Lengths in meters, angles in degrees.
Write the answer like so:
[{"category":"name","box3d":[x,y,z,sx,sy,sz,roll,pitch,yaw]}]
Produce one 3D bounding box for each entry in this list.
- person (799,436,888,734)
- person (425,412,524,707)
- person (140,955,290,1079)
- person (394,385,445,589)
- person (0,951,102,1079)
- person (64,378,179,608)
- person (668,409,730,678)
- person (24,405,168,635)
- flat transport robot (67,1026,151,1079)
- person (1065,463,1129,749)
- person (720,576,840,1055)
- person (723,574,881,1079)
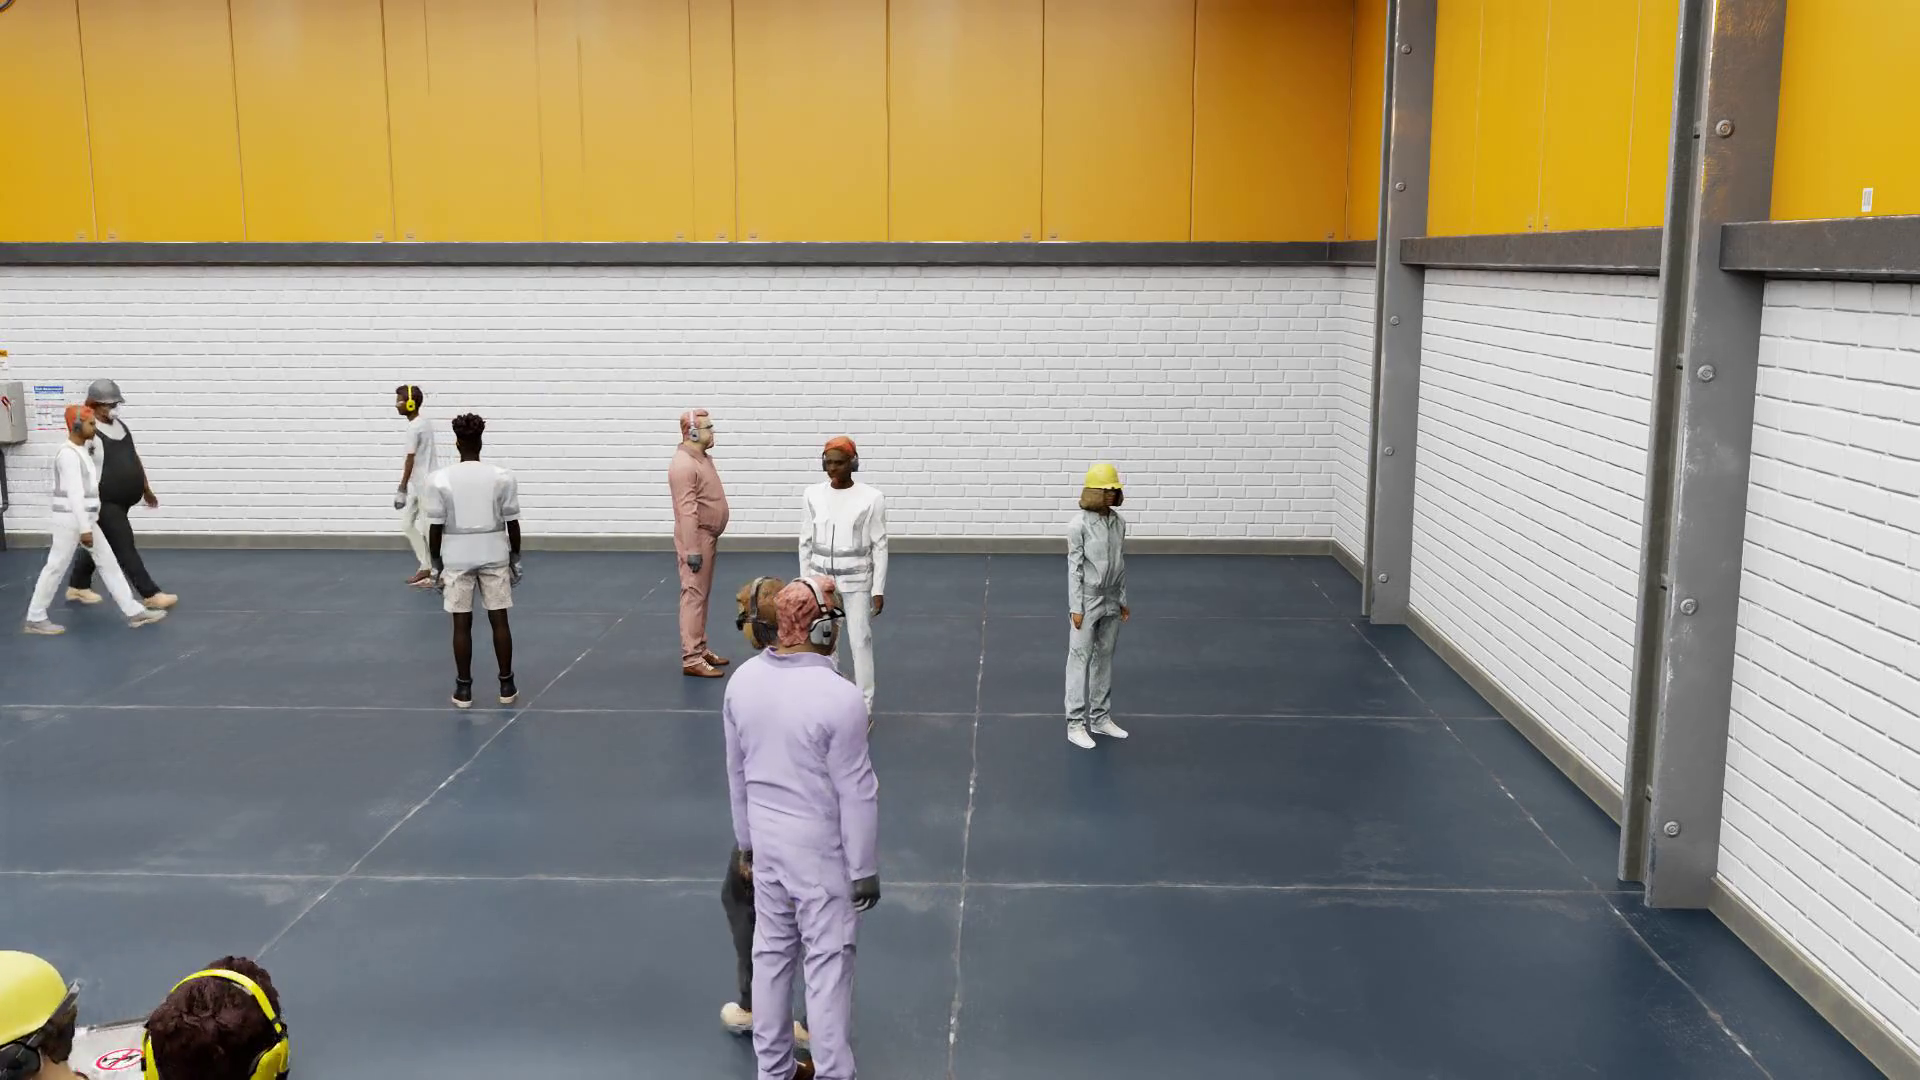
[{"category":"person","box3d":[-0.740,0.288,10.411,0.584,1.883,0.345,3,10,19]},{"category":"person","box3d":[-3.228,0.132,11.090,0.613,1.962,0.367,-4,10,-20]},{"category":"person","box3d":[-1.241,1.612,2.891,0.501,1.815,1.025,-1,10,-3]},{"category":"person","box3d":[-4.877,-0.467,14.939,0.567,1.854,0.514,-2,10,-13]},{"category":"person","box3d":[-1.667,1.602,3.261,0.942,1.688,0.533,-6,12,-33]},{"category":"person","box3d":[-7.260,-0.432,14.166,1.078,2.000,0.705,1,10,3]},{"category":"person","box3d":[-1.857,0.016,11.924,0.409,1.913,0.642,0,10,-1]},{"category":"person","box3d":[-6.976,-0.155,13.208,1.044,1.821,0.608,-3,10,-17]},{"category":"flat transport robot","box3d":[-3.100,1.902,5.677,1.431,0.197,0.652,-4,11,-23]},{"category":"person","box3d":[0.860,0.391,10.217,0.484,1.744,0.295,-9,13,-43]},{"category":"person","box3d":[-0.707,1.027,6.270,0.688,1.816,0.550,9,13,43]},{"category":"person","box3d":[-0.515,1.065,5.793,0.641,1.910,0.401,8,13,41]}]
